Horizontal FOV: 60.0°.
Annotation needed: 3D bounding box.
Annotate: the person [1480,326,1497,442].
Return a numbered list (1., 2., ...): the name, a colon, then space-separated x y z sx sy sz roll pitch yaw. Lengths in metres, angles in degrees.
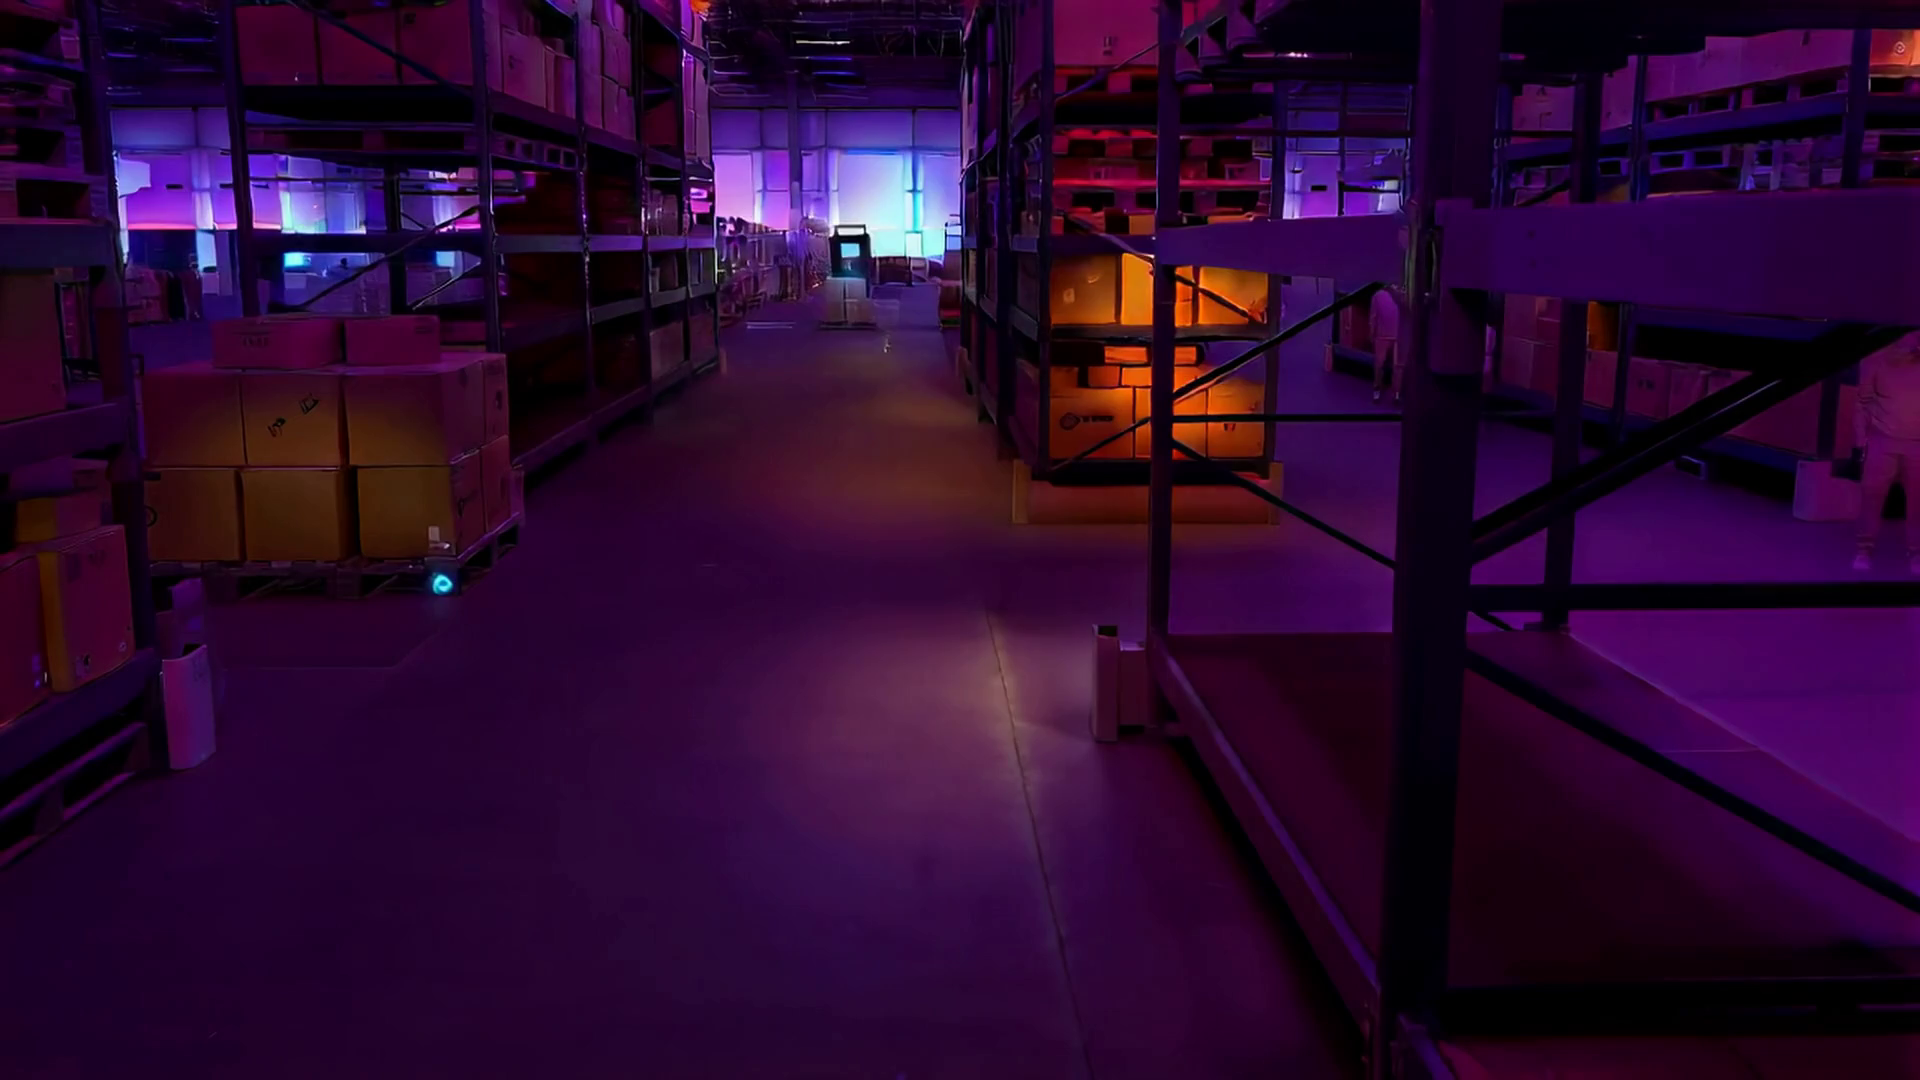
1. person: 6.102 -1.994 19.672 0.528 1.661 0.879 -1 10 -5

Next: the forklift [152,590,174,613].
1. forklift: -5.858 -0.811 9.639 1.873 2.768 1.129 -1 10 -3

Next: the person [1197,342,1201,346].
1. person: 4.727 -4.379 32.878 0.366 1.680 0.540 -6 12 -32

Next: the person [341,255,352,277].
1. person: -20.253 -8.445 54.938 0.356 1.886 0.574 -3 11 -17

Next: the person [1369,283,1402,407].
1. person: 6.133 -2.856 23.669 0.627 1.935 0.371 2 10 13

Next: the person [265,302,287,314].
1. person: -7.508 -1.815 18.549 0.536 1.680 0.514 -10 14 -44

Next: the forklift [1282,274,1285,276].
1. forklift: 12.142 -10.797 65.270 1.129 2.768 1.873 0 10 -2

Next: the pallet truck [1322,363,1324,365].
1. pallet truck: 7.712 -4.157 30.737 1.885 1.965 0.823 3 11 16

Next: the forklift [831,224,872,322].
1. forklift: -3.054 -7.462 46.693 1.129 2.768 1.873 0 10 -2

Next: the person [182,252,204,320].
1. person: -23.005 -7.603 49.814 0.689 2.000 0.537 7 12 33

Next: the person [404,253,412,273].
1. person: -20.636 -9.695 61.832 0.588 1.909 0.597 4 11 22

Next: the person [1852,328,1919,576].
1. person: 6.651 -0.695 11.740 0.641 1.899 0.397 5 11 26

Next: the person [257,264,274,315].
1. person: -13.650 -4.409 32.341 0.939 1.919 0.631 7 12 35
